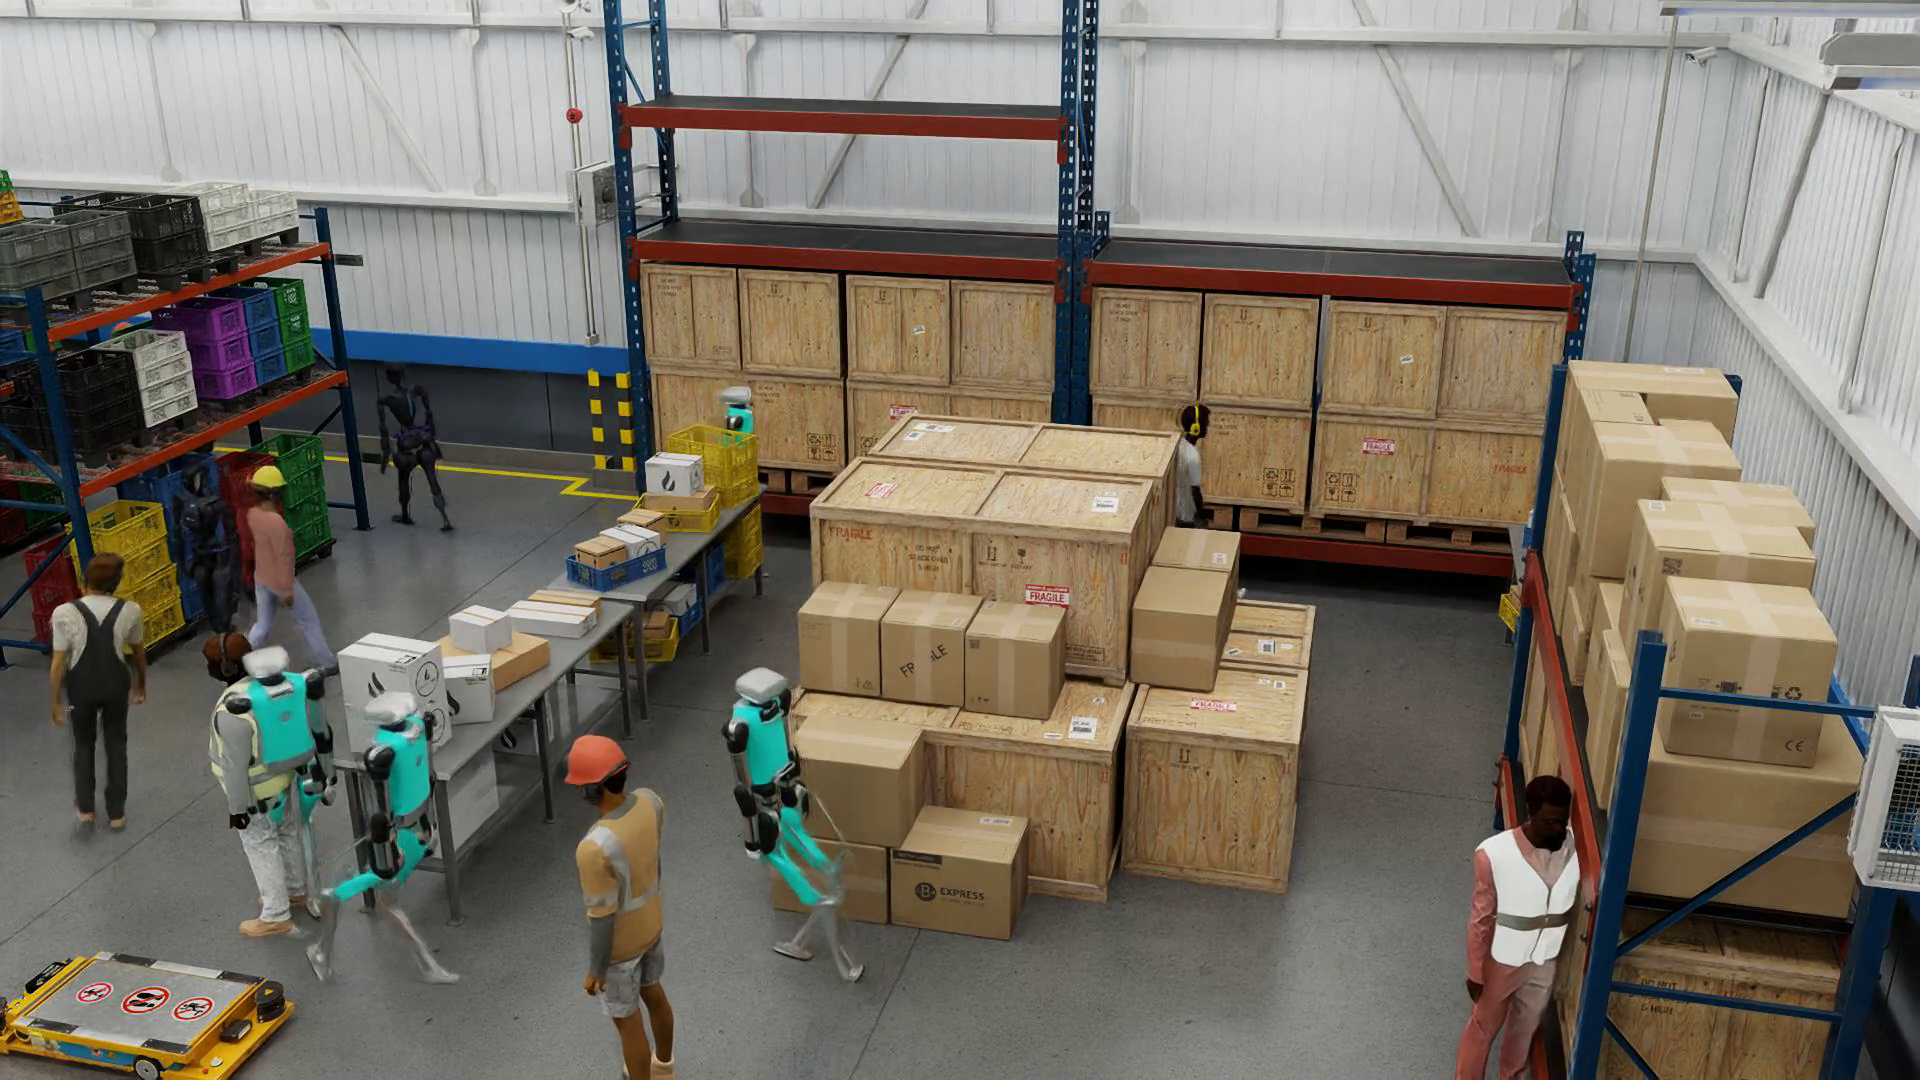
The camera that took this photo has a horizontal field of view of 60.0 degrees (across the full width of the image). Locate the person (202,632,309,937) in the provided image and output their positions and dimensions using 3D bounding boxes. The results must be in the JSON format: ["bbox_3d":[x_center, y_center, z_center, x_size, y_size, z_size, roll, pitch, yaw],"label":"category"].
[{"bbox_3d":[-3.941,1.357,9.312,0.429,1.834,0.631,0,21,1],"label":"person"}]

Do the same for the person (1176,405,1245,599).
[{"bbox_3d":[1.865,-0.207,13.408,1.018,1.811,0.535,-3,21,-9],"label":"person"}]

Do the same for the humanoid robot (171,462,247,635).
[{"bbox_3d":[-5.669,0.176,12.601,0.601,1.644,0.365,5,21,12],"label":"humanoid robot"}]

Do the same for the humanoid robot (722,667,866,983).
[{"bbox_3d":[-0.793,1.602,8.913,0.842,1.859,0.548,10,23,24],"label":"humanoid robot"}]

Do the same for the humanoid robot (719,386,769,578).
[{"bbox_3d":[-2.175,-0.465,14.248,0.967,1.773,0.544,2,21,6],"label":"humanoid robot"}]

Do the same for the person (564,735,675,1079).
[{"bbox_3d":[-1.595,1.834,7.782,0.403,2.032,0.607,7,22,18],"label":"person"}]

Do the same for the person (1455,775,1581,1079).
[{"bbox_3d":[2.593,1.928,7.693,0.589,1.920,0.399,-6,22,-14],"label":"person"}]

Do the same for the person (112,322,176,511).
[{"bbox_3d":[-7.485,-1.009,15.228,0.620,2.027,0.433,-7,22,-19],"label":"person"}]

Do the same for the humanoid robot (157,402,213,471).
[{"bbox_3d":[-7.063,-0.812,15.216,0.601,1.643,0.598,6,22,15],"label":"humanoid robot"}]

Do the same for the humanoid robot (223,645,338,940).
[{"bbox_3d":[-3.855,1.365,9.408,0.550,1.785,0.680,-18,27,-38],"label":"humanoid robot"}]

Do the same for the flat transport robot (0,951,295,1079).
[{"bbox_3d":[-4.270,2.464,8.601,1.431,0.231,0.659,5,22,13],"label":"flat transport robot"}]

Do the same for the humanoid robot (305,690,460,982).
[{"bbox_3d":[-3.216,1.594,8.854,0.963,1.768,0.540,5,21,12],"label":"humanoid robot"}]

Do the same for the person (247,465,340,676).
[{"bbox_3d":[-5.049,0.289,12.265,0.523,1.718,0.890,17,27,38],"label":"person"}]

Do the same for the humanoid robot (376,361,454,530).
[{"bbox_3d":[-5.064,-0.859,15.396,0.810,1.623,0.598,17,26,37],"label":"humanoid robot"}]

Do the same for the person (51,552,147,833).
[{"bbox_3d":[-5.366,0.953,10.414,0.608,1.789,0.472,-12,24,-29],"label":"person"}]
